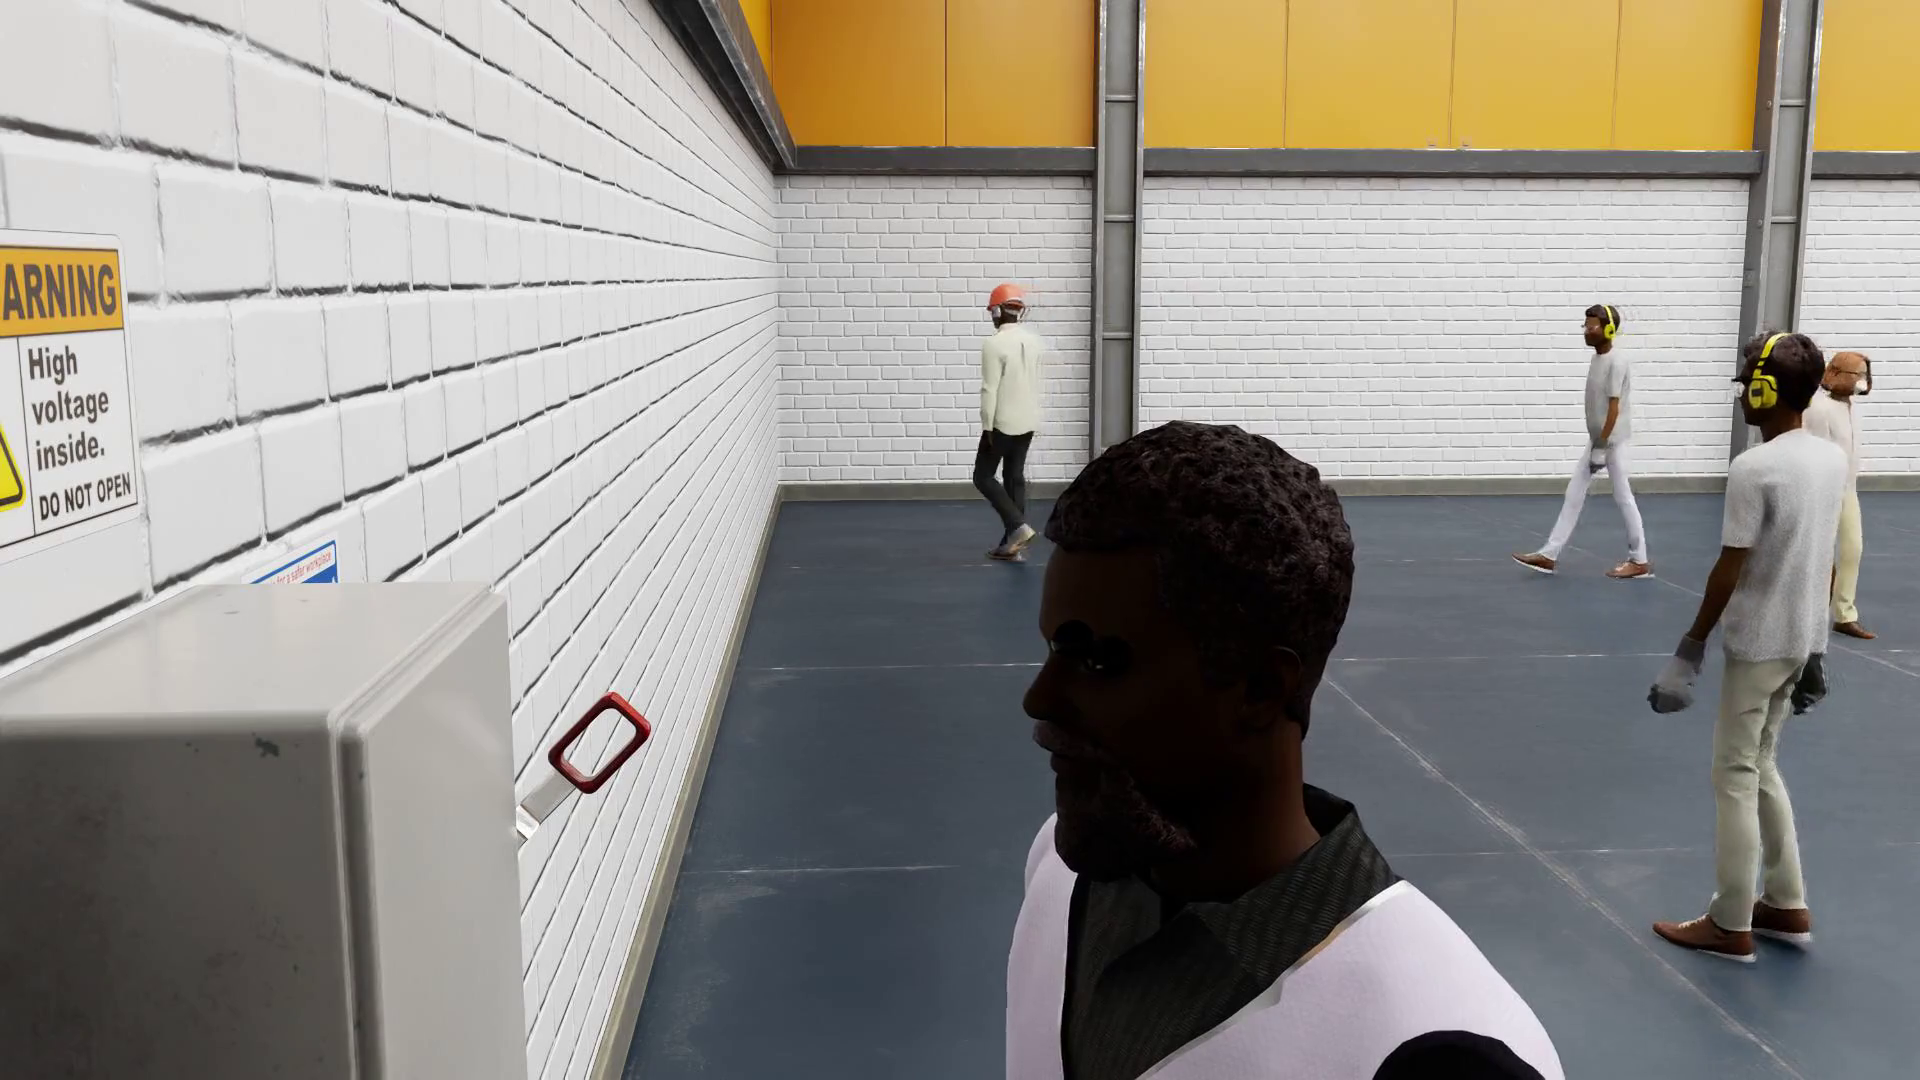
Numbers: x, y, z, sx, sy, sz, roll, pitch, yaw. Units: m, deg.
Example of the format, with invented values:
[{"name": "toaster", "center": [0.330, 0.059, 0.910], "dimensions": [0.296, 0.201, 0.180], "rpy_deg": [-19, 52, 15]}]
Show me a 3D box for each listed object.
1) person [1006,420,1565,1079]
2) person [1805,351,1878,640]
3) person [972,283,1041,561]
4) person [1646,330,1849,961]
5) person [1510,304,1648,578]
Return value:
[{"name": "person", "center": [0.199, 0.863, 1.324], "dimensions": [0.384, 1.918, 0.596], "rpy_deg": [-4, 10, -25]}, {"name": "person", "center": [4.862, -0.271, 9.406], "dimensions": [0.503, 1.609, 0.684], "rpy_deg": [-5, 10, -29]}, {"name": "person", "center": [0.343, -0.815, 11.732], "dimensions": [0.484, 1.966, 0.613], "rpy_deg": [8, 12, 42]}, {"name": "person", "center": [2.308, 0.328, 4.859], "dimensions": [0.574, 1.869, 0.366], "rpy_deg": [-7, 11, -36]}, {"name": "person", "center": [4.193, -0.639, 11.049], "dimensions": [0.944, 1.821, 0.541], "rpy_deg": [0, 9, -2]}]
